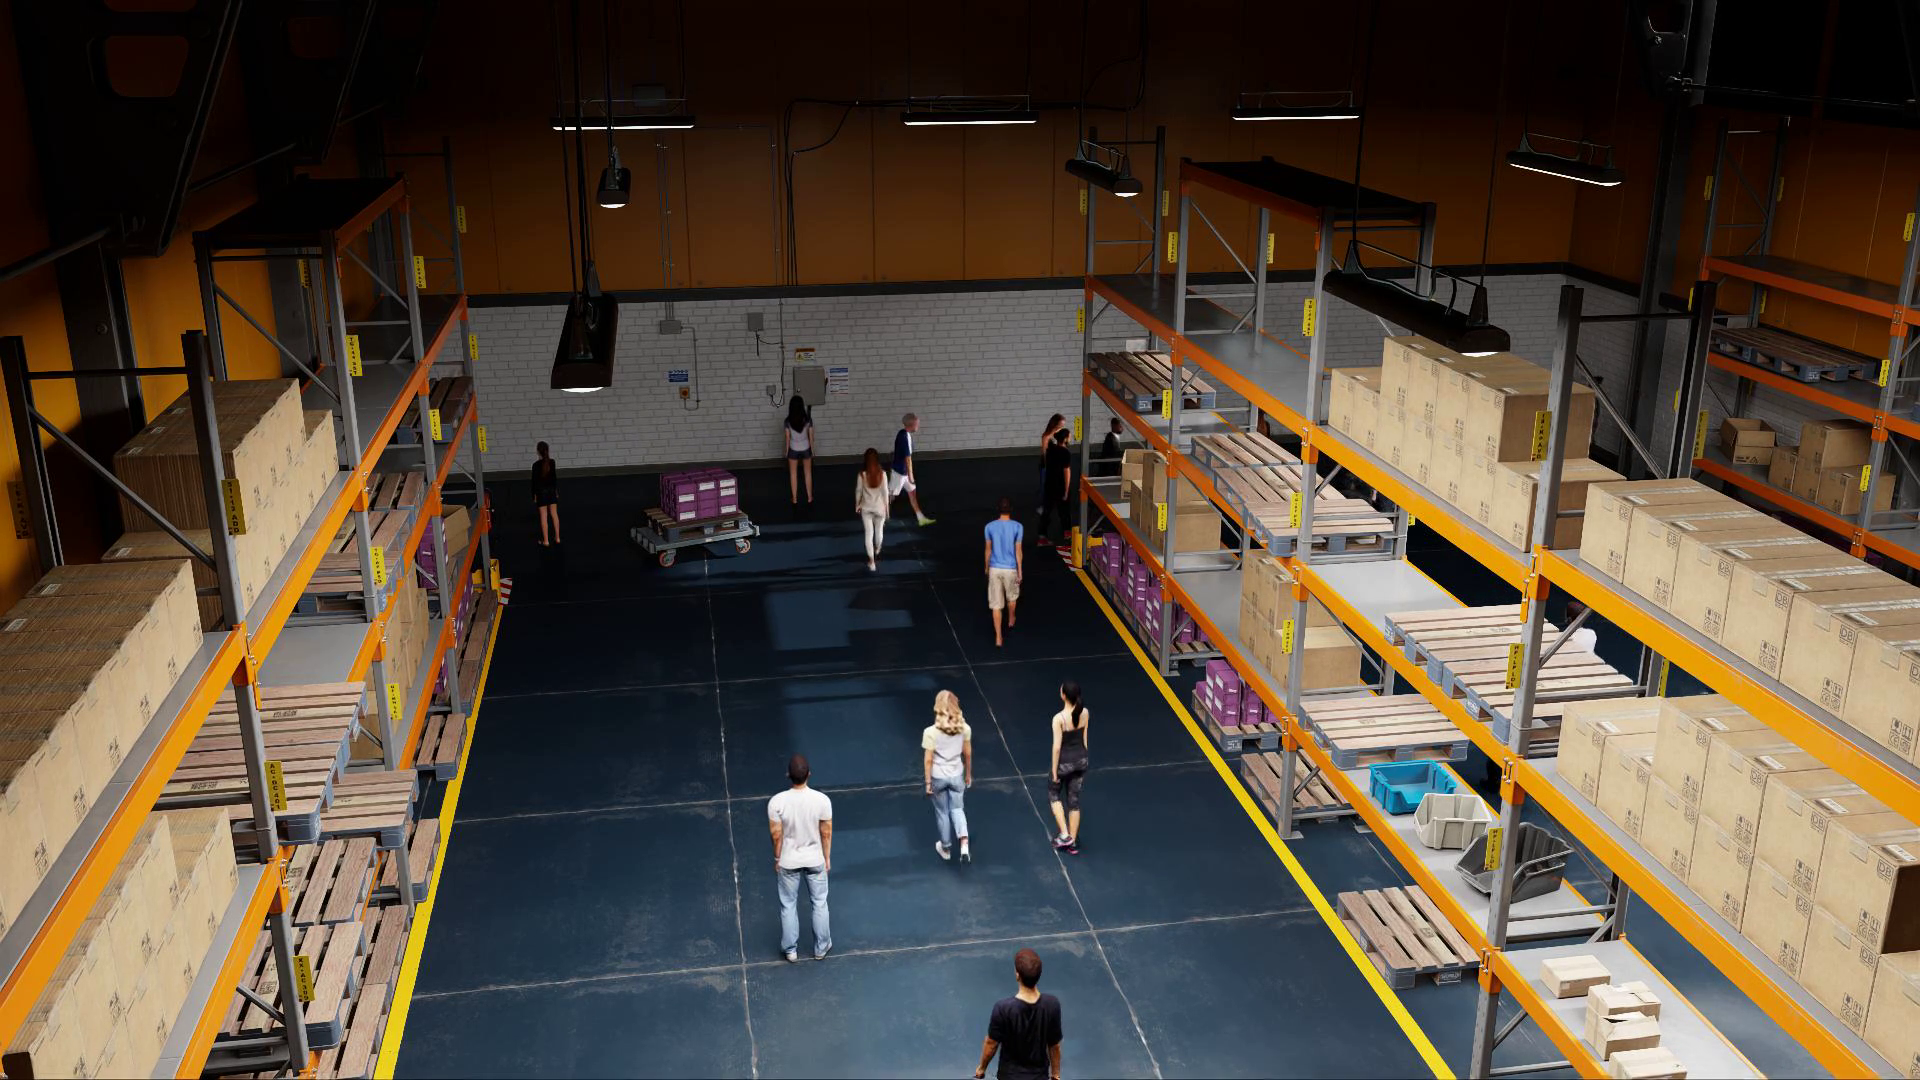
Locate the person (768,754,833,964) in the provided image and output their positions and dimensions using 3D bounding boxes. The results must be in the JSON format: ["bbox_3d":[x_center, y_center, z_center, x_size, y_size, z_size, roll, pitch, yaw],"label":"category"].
[{"bbox_3d":[-1.306,2.619,13.734,0.682,1.867,0.579,-2,19,-6],"label":"person"}]

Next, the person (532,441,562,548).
[{"bbox_3d":[-5.987,-0.689,24.050,0.638,1.552,0.685,-15,24,-38],"label":"person"}]

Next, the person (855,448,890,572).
[{"bbox_3d":[-1.201,-0.386,22.961,0.661,1.673,1.078,-2,19,-5],"label":"person"}]

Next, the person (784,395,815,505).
[{"bbox_3d":[-2.515,-1.419,25.974,0.586,1.707,0.497,-3,19,-10],"label":"person"}]

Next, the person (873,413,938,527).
[{"bbox_3d":[-0.961,-0.988,24.615,0.789,1.758,1.222,-2,19,-7],"label":"person"}]

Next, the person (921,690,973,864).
[{"bbox_3d":[-0.091,2.218,15.170,0.741,1.709,0.961,-7,20,-21],"label":"person"}]

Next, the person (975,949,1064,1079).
[{"bbox_3d":[0.461,3.595,10.906,0.811,1.822,1.065,-9,20,-24],"label":"person"}]

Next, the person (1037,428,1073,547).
[{"bbox_3d":[1.322,-0.711,23.869,1.123,1.708,1.139,16,24,39],"label":"person"}]

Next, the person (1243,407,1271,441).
[{"bbox_3d":[4.560,-1.238,25.466,0.613,1.688,1.076,-3,19,-10],"label":"person"}]

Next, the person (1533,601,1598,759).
[{"bbox_3d":[6.310,1.557,16.966,0.854,1.816,1.115,-7,20,-21],"label":"person"}]

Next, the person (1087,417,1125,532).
[{"bbox_3d":[2.115,-0.926,24.439,0.928,1.752,1.084,0,19,-1],"label":"person"}]

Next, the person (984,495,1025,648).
[{"bbox_3d":[0.521,0.422,20.353,0.823,1.806,1.278,1,19,3],"label":"person"}]

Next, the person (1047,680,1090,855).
[{"bbox_3d":[1.071,2.136,15.405,0.627,1.716,0.656,-9,21,-26],"label":"person"}]

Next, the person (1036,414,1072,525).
[{"bbox_3d":[1.328,-1.092,25.069,0.772,1.665,1.134,-9,21,-26],"label":"person"}]
